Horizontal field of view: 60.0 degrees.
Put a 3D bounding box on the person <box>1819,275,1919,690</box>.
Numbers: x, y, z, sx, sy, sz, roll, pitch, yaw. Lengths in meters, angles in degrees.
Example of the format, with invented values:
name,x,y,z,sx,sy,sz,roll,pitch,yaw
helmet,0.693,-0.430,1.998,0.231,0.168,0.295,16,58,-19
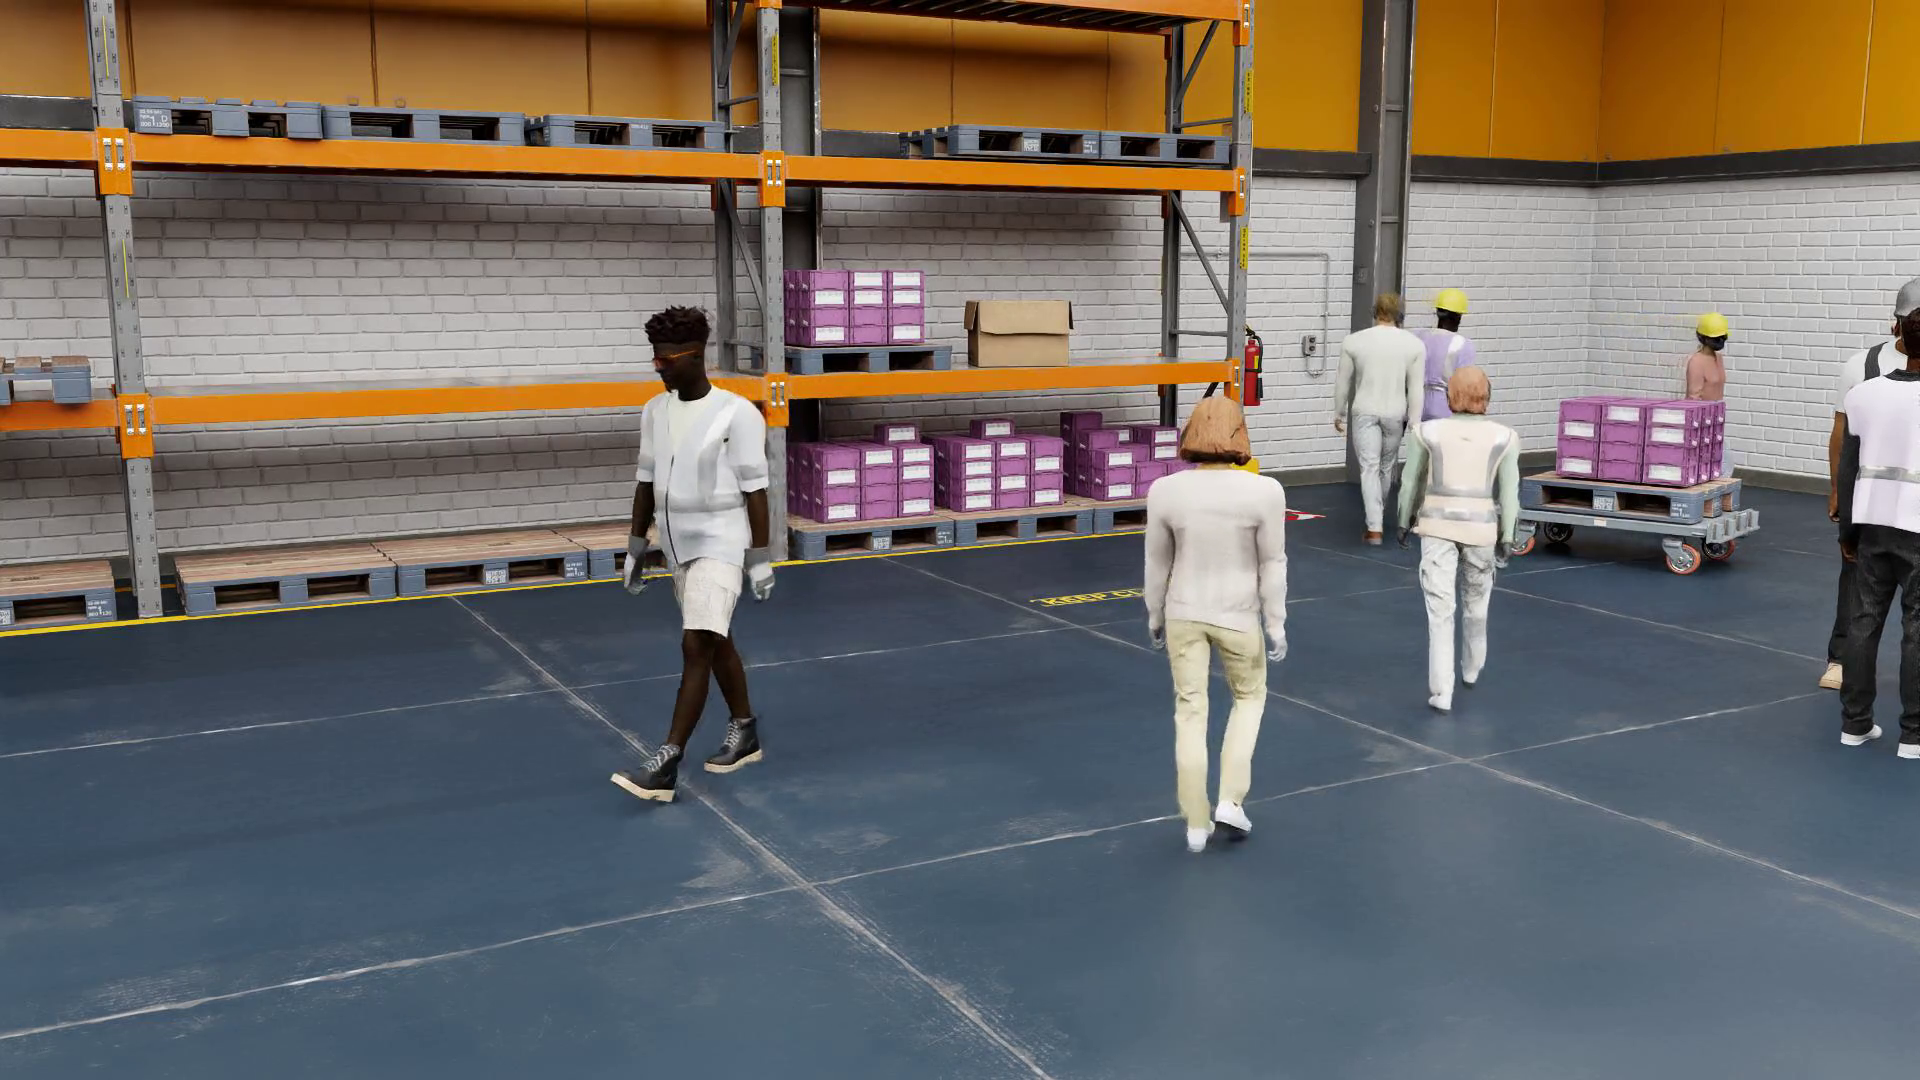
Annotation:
name,x,y,z,sx,sy,sz,roll,pitch,yaw
person,4.539,-0.251,8.007,0.684,2.000,0.538,6,11,34

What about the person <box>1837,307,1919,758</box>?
name,x,y,z,sx,sy,sz,roll,pitch,yaw
person,4.011,-0.037,7.072,0.395,1.919,0.590,-5,11,-30

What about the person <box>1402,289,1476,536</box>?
name,x,y,z,sx,sy,sz,roll,pitch,yaw
person,3.772,-0.983,12.895,0.740,1.894,0.602,-8,12,-39

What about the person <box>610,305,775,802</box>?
name,x,y,z,sx,sy,sz,roll,pitch,yaw
person,-1.113,0.049,6.549,0.603,1.911,0.971,8,12,39

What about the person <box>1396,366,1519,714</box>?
name,x,y,z,sx,sy,sz,roll,pitch,yaw
person,2.361,-0.020,7.944,0.533,1.601,0.830,2,9,10

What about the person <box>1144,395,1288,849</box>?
name,x,y,z,sx,sy,sz,roll,pitch,yaw
person,0.915,0.293,5.948,0.531,1.615,0.387,3,10,20

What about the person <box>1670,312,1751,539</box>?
name,x,y,z,sx,sy,sz,roll,pitch,yaw
person,5.711,-0.851,12.591,0.542,1.722,0.728,-9,13,-43

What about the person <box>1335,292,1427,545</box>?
name,x,y,z,sx,sy,sz,roll,pitch,yaw
person,3.178,-0.930,12.631,0.637,1.882,1.017,1,9,4
